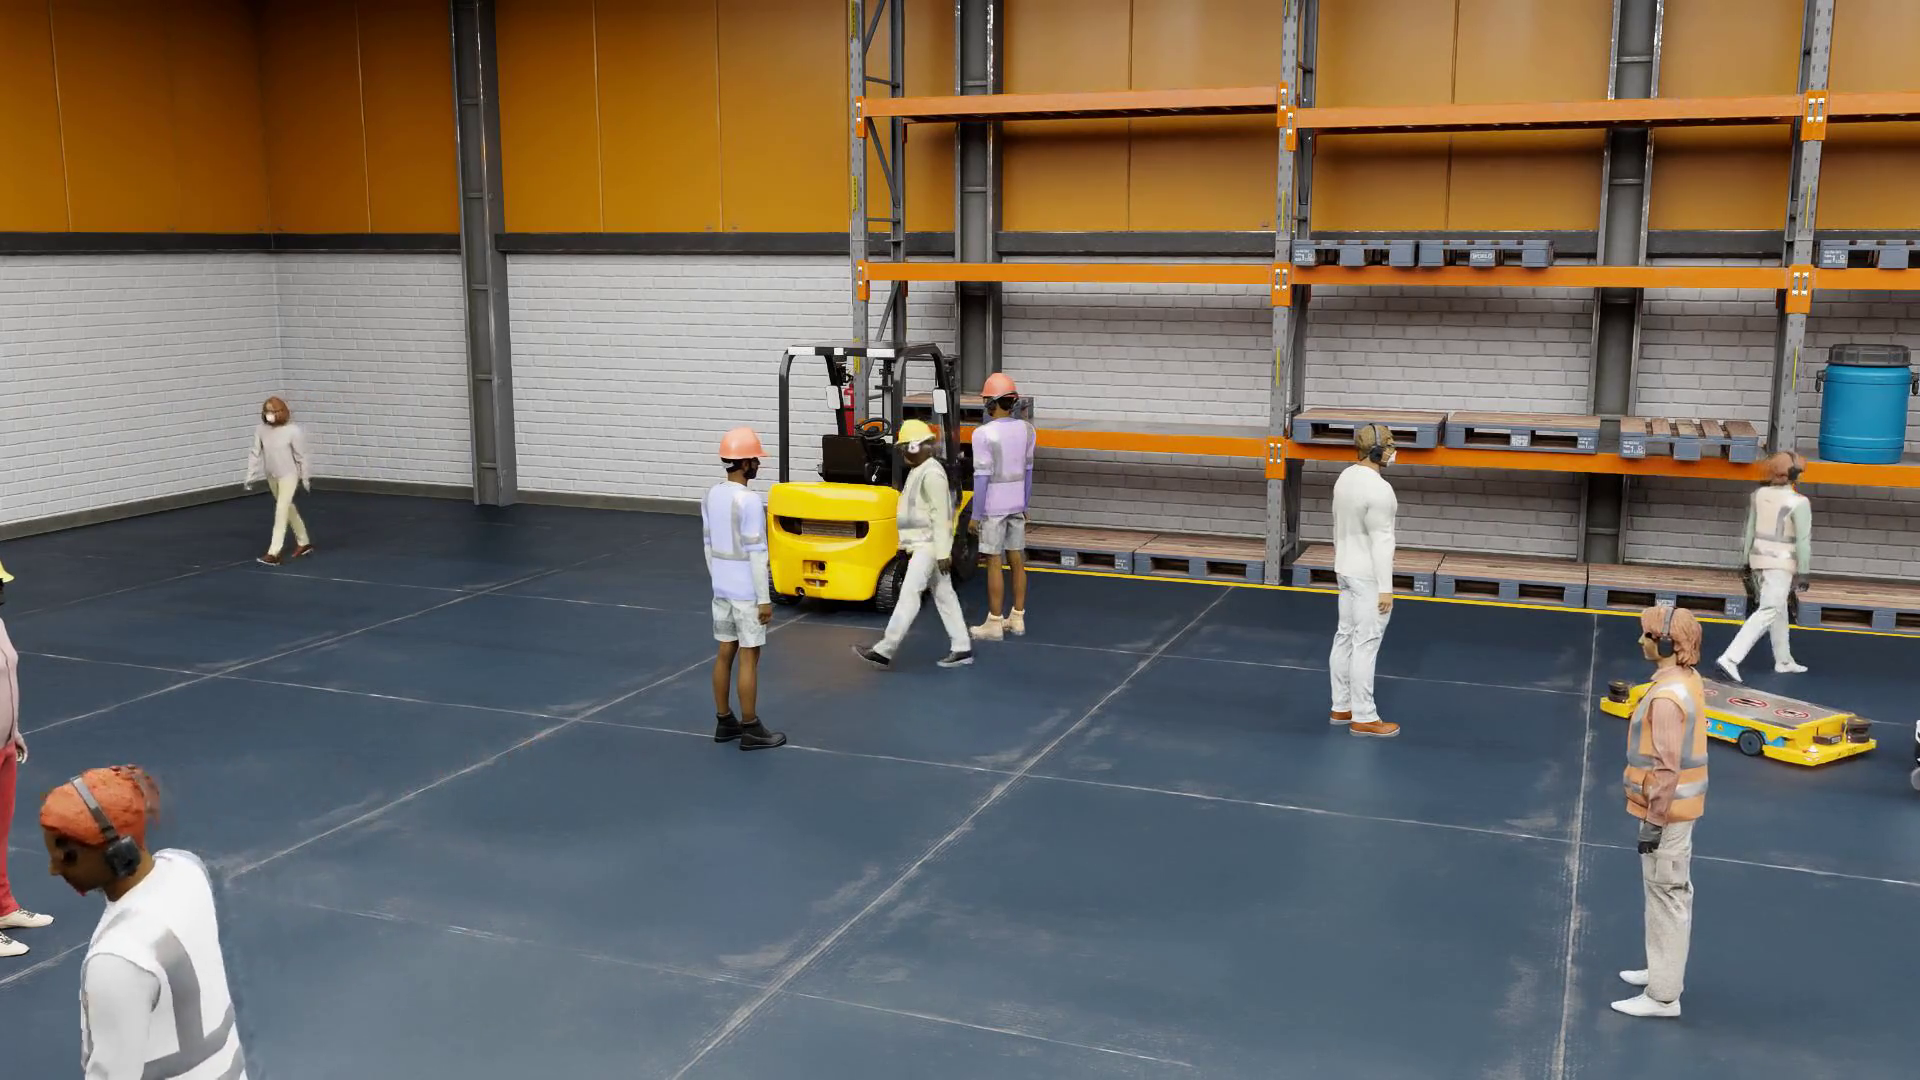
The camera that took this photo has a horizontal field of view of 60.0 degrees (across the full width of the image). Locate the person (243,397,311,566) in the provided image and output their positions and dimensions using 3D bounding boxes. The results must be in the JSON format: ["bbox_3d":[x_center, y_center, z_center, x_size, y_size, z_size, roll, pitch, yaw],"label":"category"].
[{"bbox_3d":[-6.442,-0.568,15.761,0.491,1.578,0.898,3,11,17],"label":"person"}]

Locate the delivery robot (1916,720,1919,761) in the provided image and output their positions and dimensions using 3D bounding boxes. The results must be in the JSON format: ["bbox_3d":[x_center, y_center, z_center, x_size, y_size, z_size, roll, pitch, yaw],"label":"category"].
[{"bbox_3d":[5.551,1.125,8.931,0.707,0.478,0.477,3,11,18],"label":"delivery robot"}]

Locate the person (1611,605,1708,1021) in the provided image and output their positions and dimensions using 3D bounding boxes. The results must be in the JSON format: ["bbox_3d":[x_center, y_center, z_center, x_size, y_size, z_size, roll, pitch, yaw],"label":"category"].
[{"bbox_3d":[2.759,1.061,6.526,0.313,1.639,0.517,6,12,30],"label":"person"}]

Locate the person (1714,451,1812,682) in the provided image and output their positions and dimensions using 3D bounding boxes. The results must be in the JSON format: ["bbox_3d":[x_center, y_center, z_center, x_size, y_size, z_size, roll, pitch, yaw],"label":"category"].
[{"bbox_3d":[5.599,0.185,11.510,0.820,1.607,0.530,-3,10,-14],"label":"person"}]

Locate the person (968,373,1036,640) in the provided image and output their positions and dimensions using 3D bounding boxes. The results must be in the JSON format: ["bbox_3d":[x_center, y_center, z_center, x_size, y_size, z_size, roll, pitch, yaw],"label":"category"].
[{"bbox_3d":[0.298,-0.255,12.733,0.607,2.044,0.378,-10,14,-43],"label":"person"}]

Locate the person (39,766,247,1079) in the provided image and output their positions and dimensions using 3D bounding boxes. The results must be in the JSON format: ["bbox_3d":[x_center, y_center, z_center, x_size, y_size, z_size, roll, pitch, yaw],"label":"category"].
[{"bbox_3d":[-1.861,1.407,4.020,0.599,1.855,0.619,-2,10,-12],"label":"person"}]

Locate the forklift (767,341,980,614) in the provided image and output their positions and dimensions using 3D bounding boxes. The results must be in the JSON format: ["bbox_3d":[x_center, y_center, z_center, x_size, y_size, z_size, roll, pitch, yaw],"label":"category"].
[{"bbox_3d":[-0.739,-0.602,14.246,1.214,2.155,2.313,4,11,21],"label":"forklift"}]

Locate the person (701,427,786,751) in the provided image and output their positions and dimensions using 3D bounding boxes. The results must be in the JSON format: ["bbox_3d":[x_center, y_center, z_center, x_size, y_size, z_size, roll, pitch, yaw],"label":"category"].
[{"bbox_3d":[-1.306,0.290,9.987,0.364,1.939,0.542,-9,14,-41],"label":"person"}]

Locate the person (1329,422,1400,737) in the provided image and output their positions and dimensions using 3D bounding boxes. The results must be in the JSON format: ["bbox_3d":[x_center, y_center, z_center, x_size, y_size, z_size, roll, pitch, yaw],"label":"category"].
[{"bbox_3d":[2.505,0.241,10.264,0.367,1.939,0.634,-2,10,-12],"label":"person"}]

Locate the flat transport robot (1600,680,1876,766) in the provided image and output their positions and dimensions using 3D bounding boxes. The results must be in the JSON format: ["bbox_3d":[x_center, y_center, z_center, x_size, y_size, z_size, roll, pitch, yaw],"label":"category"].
[{"bbox_3d":[4.767,1.076,10.256,0.652,0.197,1.431,-6,12,-32],"label":"flat transport robot"}]

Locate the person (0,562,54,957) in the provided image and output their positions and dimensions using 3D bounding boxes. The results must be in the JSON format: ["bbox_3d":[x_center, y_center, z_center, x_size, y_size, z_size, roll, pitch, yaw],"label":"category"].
[{"bbox_3d":[-4.160,0.889,7.134,0.313,1.769,0.523,-2,10,-10],"label":"person"}]

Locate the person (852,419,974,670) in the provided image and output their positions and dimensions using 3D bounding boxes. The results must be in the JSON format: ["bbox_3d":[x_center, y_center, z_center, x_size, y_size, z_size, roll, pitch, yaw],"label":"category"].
[{"bbox_3d":[-0.326,0.042,11.825,0.934,1.774,0.608,-2,10,-9],"label":"person"}]
